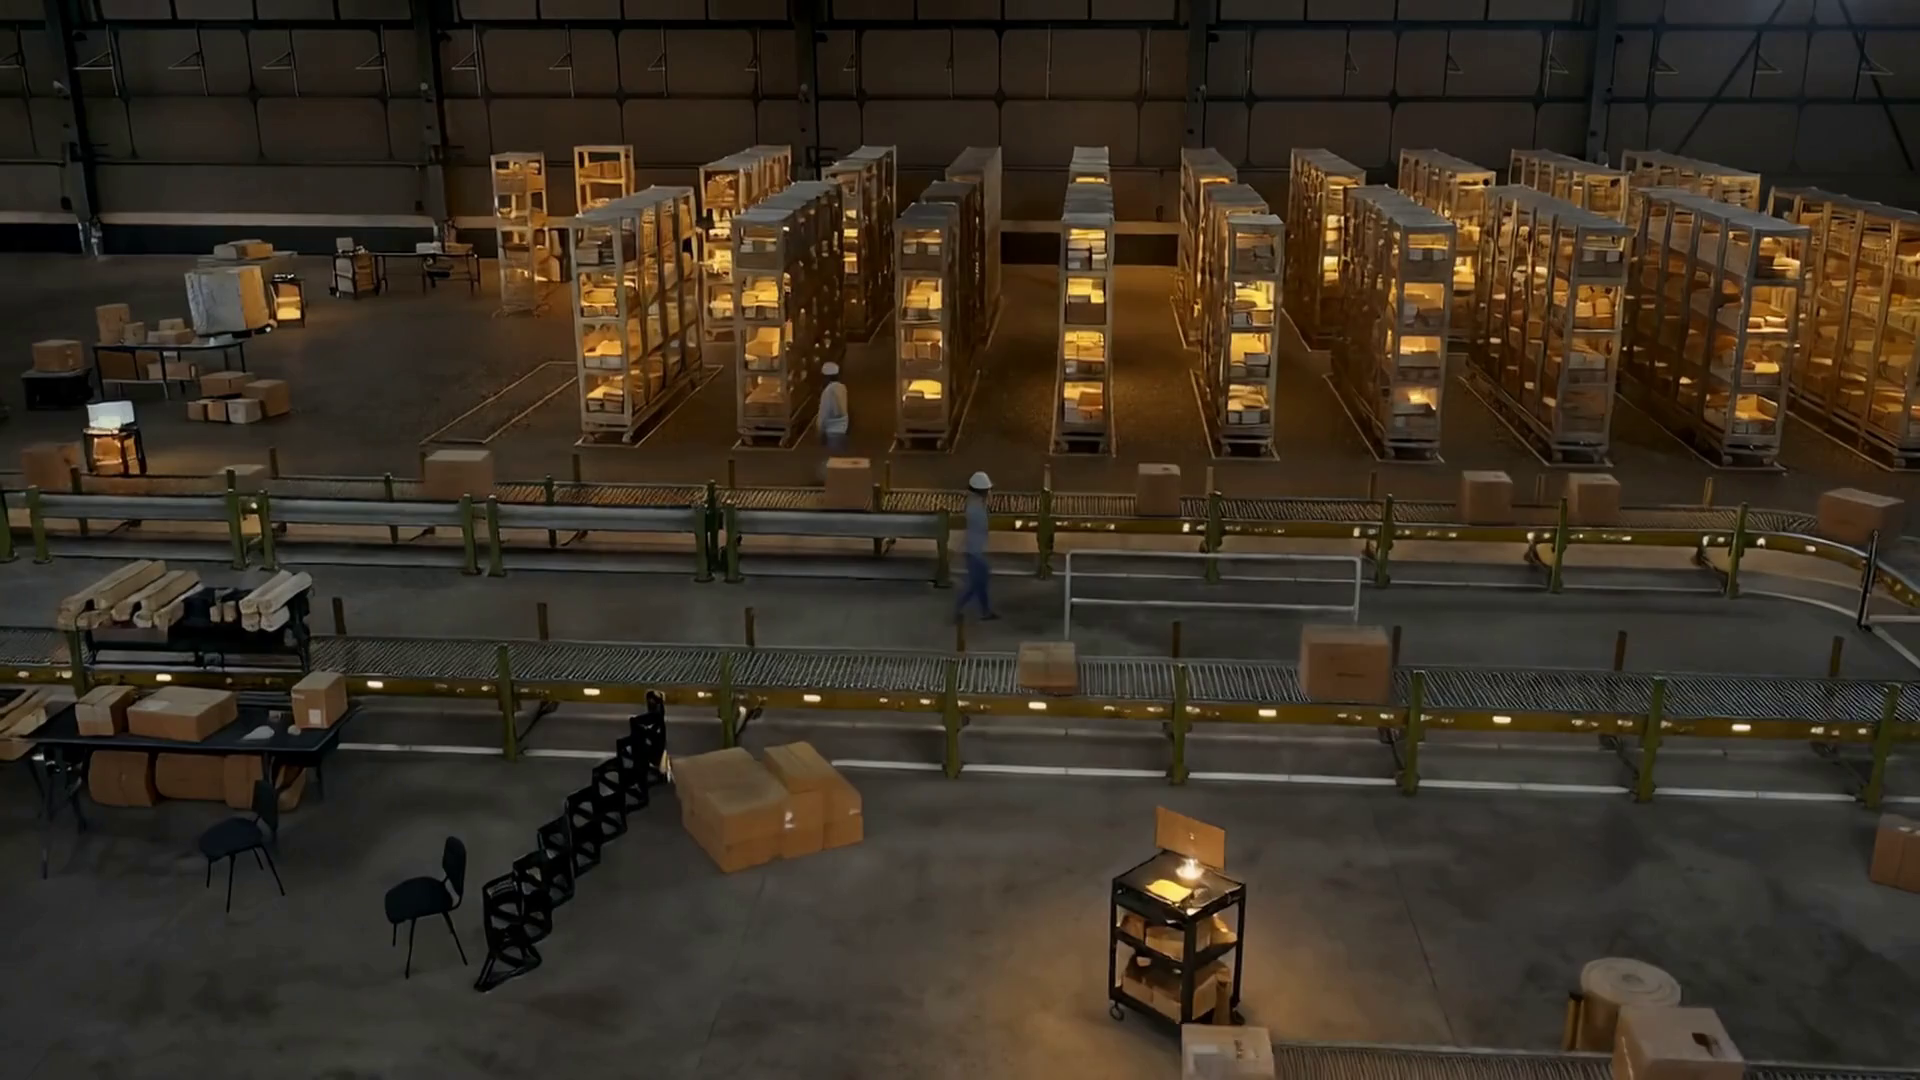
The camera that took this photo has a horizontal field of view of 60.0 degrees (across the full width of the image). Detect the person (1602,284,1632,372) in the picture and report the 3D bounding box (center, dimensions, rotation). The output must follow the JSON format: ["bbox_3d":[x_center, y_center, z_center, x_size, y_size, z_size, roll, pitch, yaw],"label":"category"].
[{"bbox_3d":[12.369,-4.035,31.368,0.389,1.837,0.560,-13,22,-36],"label":"person"}]

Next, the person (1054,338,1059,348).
[{"bbox_3d":[2.321,-4.616,33.251,0.806,1.811,0.585,0,17,-1],"label":"person"}]

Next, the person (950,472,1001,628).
[{"bbox_3d":[0.182,0.110,18.368,0.476,1.780,0.534,1,18,3],"label":"person"}]

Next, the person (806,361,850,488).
[{"bbox_3d":[-1.743,-1.588,23.489,0.978,1.908,0.620,7,19,22],"label":"person"}]
